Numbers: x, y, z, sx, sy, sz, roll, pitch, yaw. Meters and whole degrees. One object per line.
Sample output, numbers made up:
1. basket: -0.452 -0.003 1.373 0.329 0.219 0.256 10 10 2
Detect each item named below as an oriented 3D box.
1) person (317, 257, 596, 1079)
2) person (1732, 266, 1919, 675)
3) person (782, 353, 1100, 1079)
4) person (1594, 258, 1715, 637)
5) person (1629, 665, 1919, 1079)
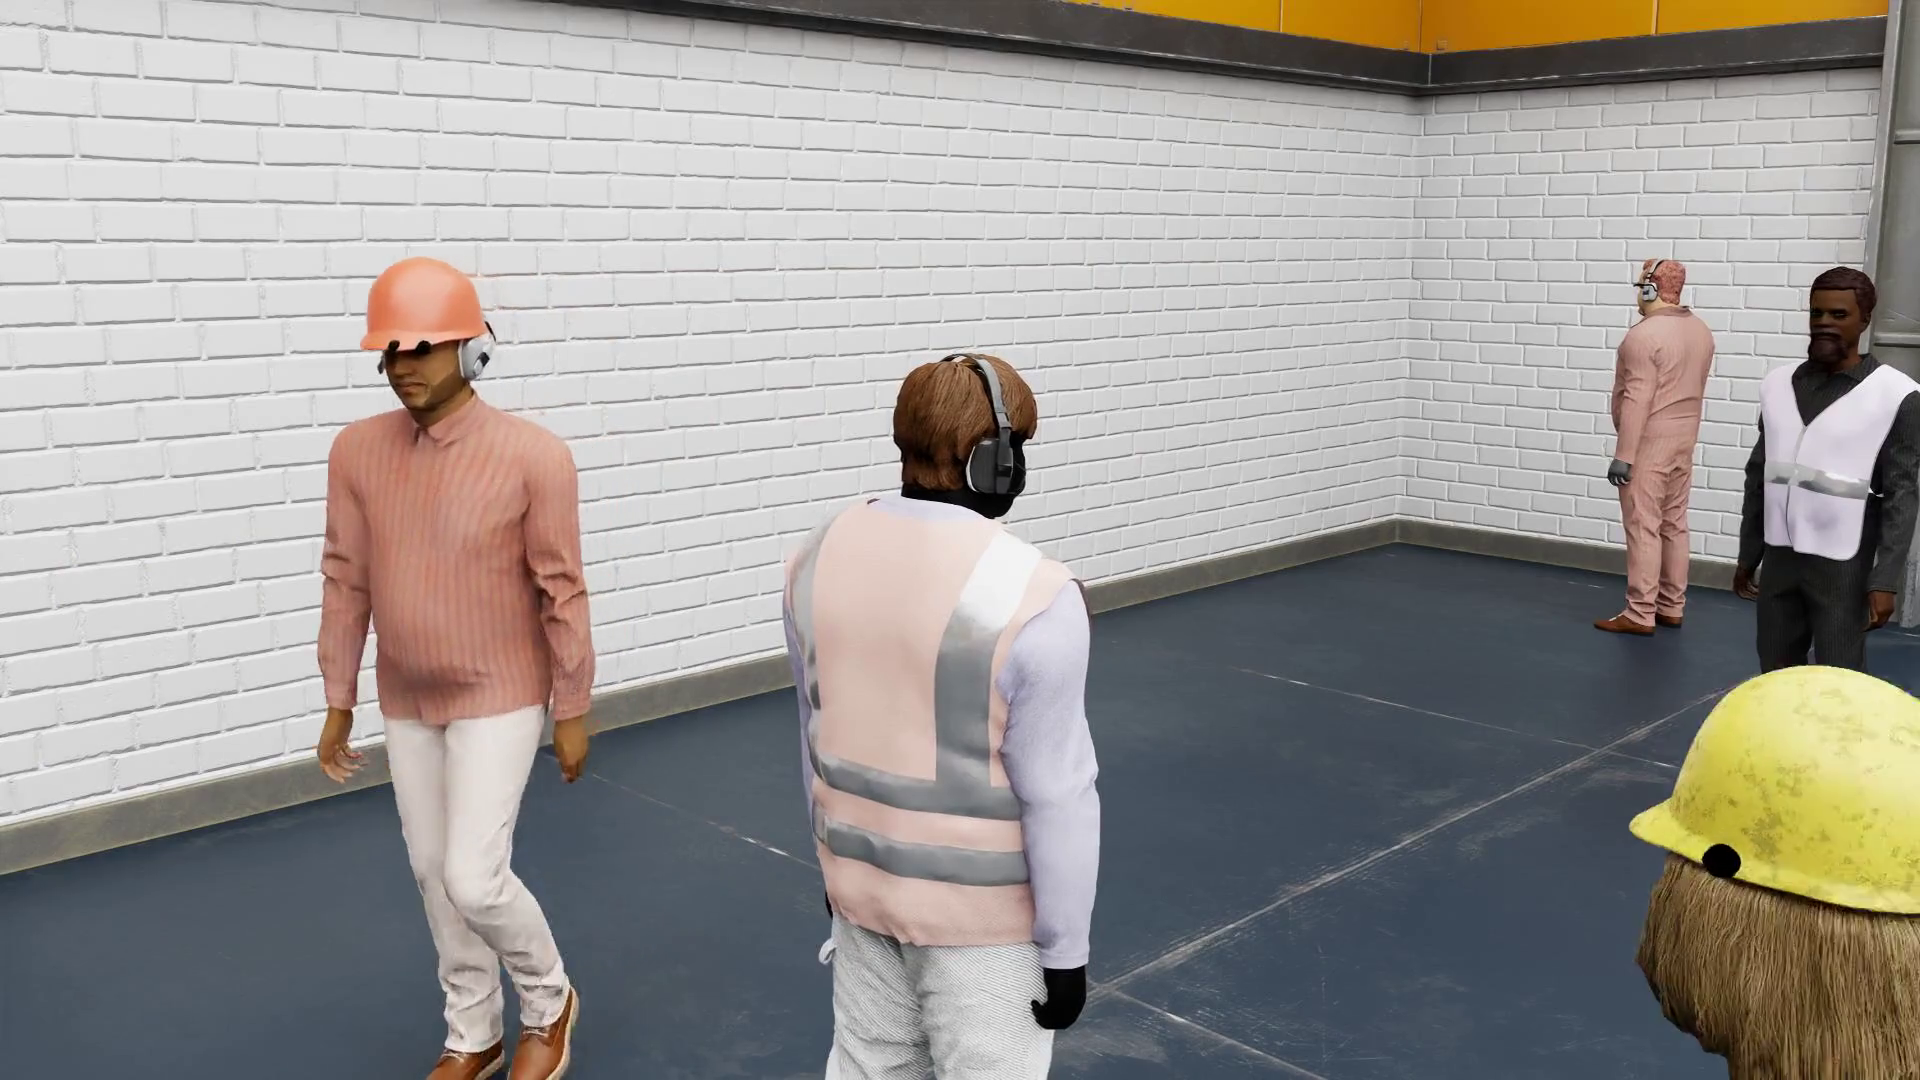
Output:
1. person: -1.152 0.362 3.760 0.617 1.977 0.435 4 11 20
2. person: 2.845 0.066 5.510 0.385 1.921 0.596 -5 11 -25
3. person: -0.017 0.603 2.836 0.632 1.837 0.430 9 14 39
4. person: 3.510 -0.468 8.464 0.646 1.907 0.401 -7 13 -35
5. person: 0.634 0.931 1.396 0.506 1.697 0.883 -8 13 -37
